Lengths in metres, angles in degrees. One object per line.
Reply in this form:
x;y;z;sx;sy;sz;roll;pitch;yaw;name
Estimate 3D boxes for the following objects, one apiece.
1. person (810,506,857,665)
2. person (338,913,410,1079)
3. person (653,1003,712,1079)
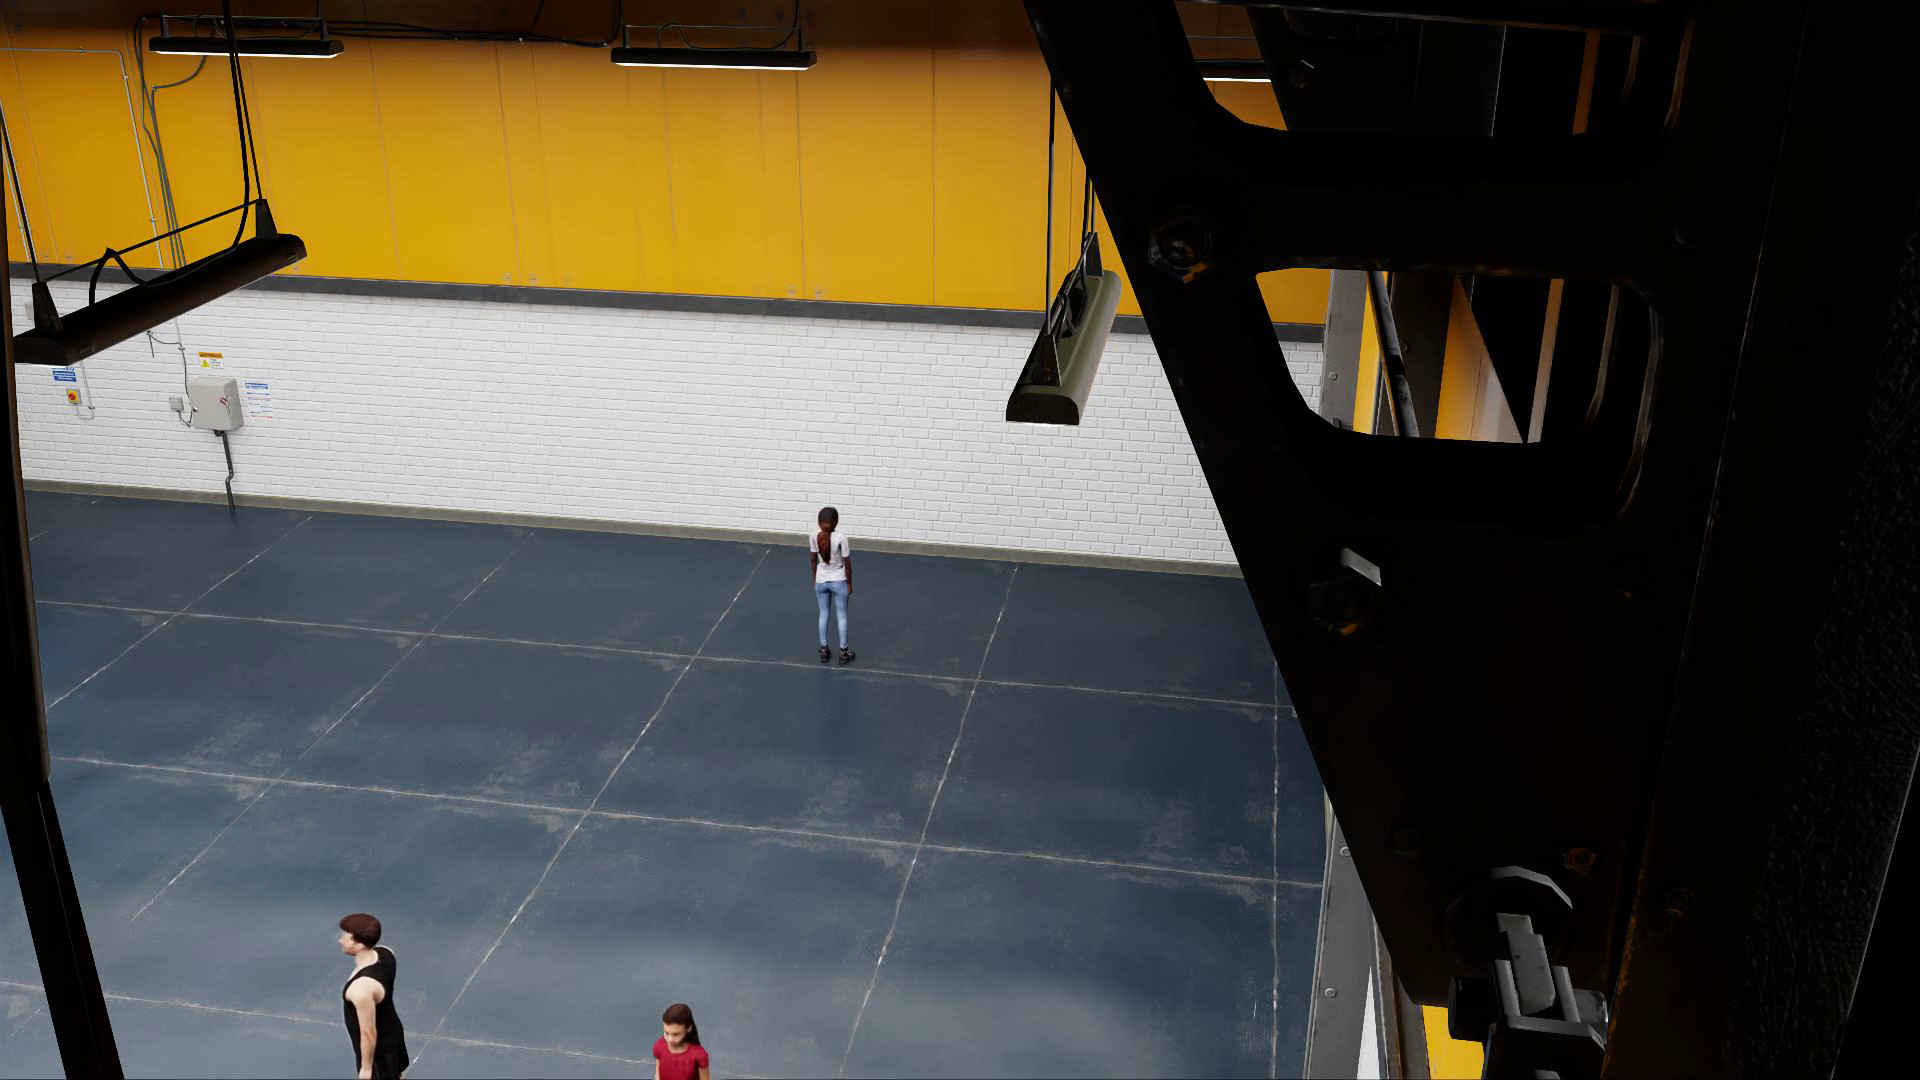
-1.314;0.448;17.051;0.607;1.719;0.558;7;25;16;person
-3.707;3.178;10.586;0.795;1.895;0.622;-2;24;-5;person
-1.679;3.486;10.365;0.561;1.508;1.044;3;24;8;person
